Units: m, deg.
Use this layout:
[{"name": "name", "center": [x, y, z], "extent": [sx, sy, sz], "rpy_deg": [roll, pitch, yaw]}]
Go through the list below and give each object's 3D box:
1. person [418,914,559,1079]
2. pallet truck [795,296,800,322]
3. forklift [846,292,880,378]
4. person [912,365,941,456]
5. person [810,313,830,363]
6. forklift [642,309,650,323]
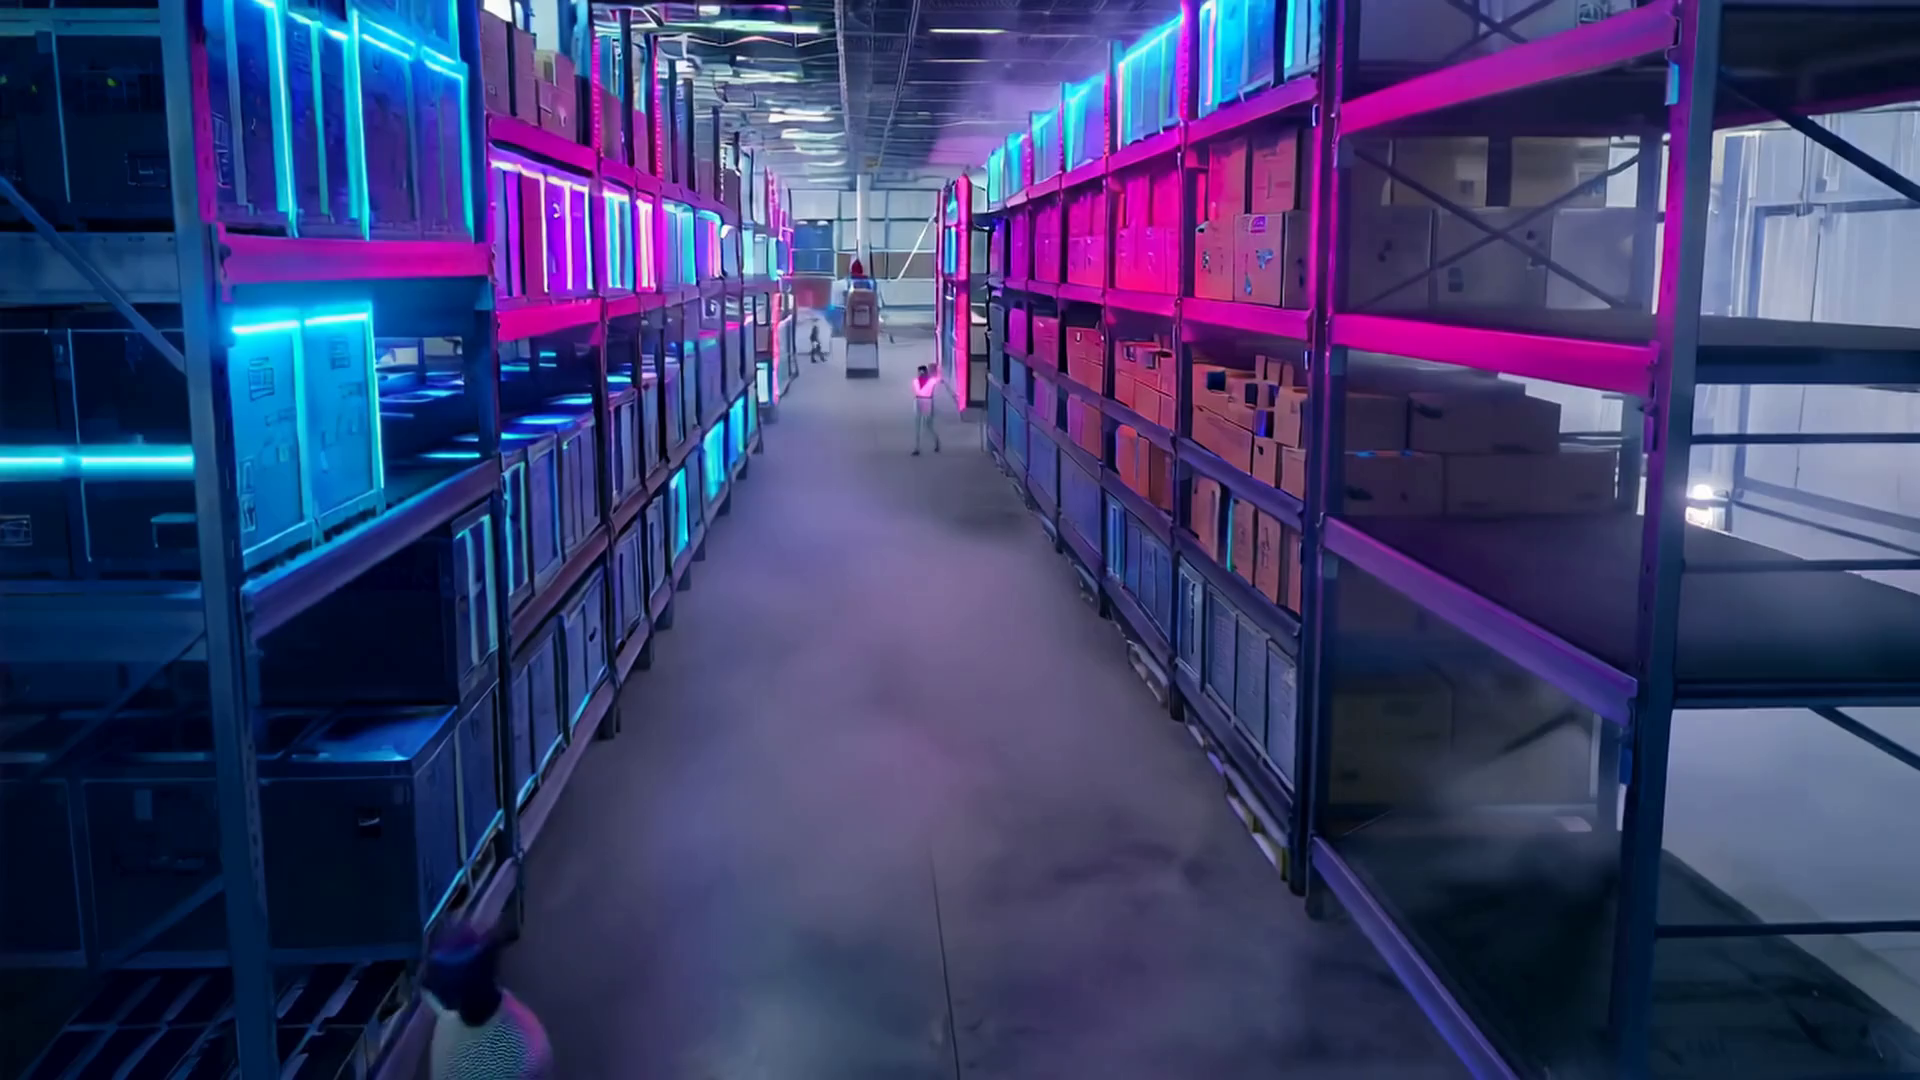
[{"name": "person", "center": [-1.469, 2.073, 5.011], "extent": [0.692, 1.897, 0.683], "rpy_deg": [-8, 12, -39]}, {"name": "pallet truck", "center": [-8.622, -12.439, 91.403], "extent": [1.885, 1.965, 0.823], "rpy_deg": [2, 10, 13]}, {"name": "forklift", "center": [-3.246, -6.826, 55.239], "extent": [1.129, 2.768, 1.873], "rpy_deg": [-1, 10, -4]}, {"name": "person", "center": [-0.668, -2.612, 33.269], "extent": [0.566, 1.816, 0.846], "rpy_deg": [5, 11, 26]}, {"name": "person", "center": [-5.311, -7.622, 62.891], "extent": [0.888, 1.904, 0.574], "rpy_deg": [3, 10, 17]}, {"name": "forklift", "center": [-9.506, -5.964, 50.095], "extent": [1.873, 2.768, 1.129], "rpy_deg": [-1, 10, -3]}]
